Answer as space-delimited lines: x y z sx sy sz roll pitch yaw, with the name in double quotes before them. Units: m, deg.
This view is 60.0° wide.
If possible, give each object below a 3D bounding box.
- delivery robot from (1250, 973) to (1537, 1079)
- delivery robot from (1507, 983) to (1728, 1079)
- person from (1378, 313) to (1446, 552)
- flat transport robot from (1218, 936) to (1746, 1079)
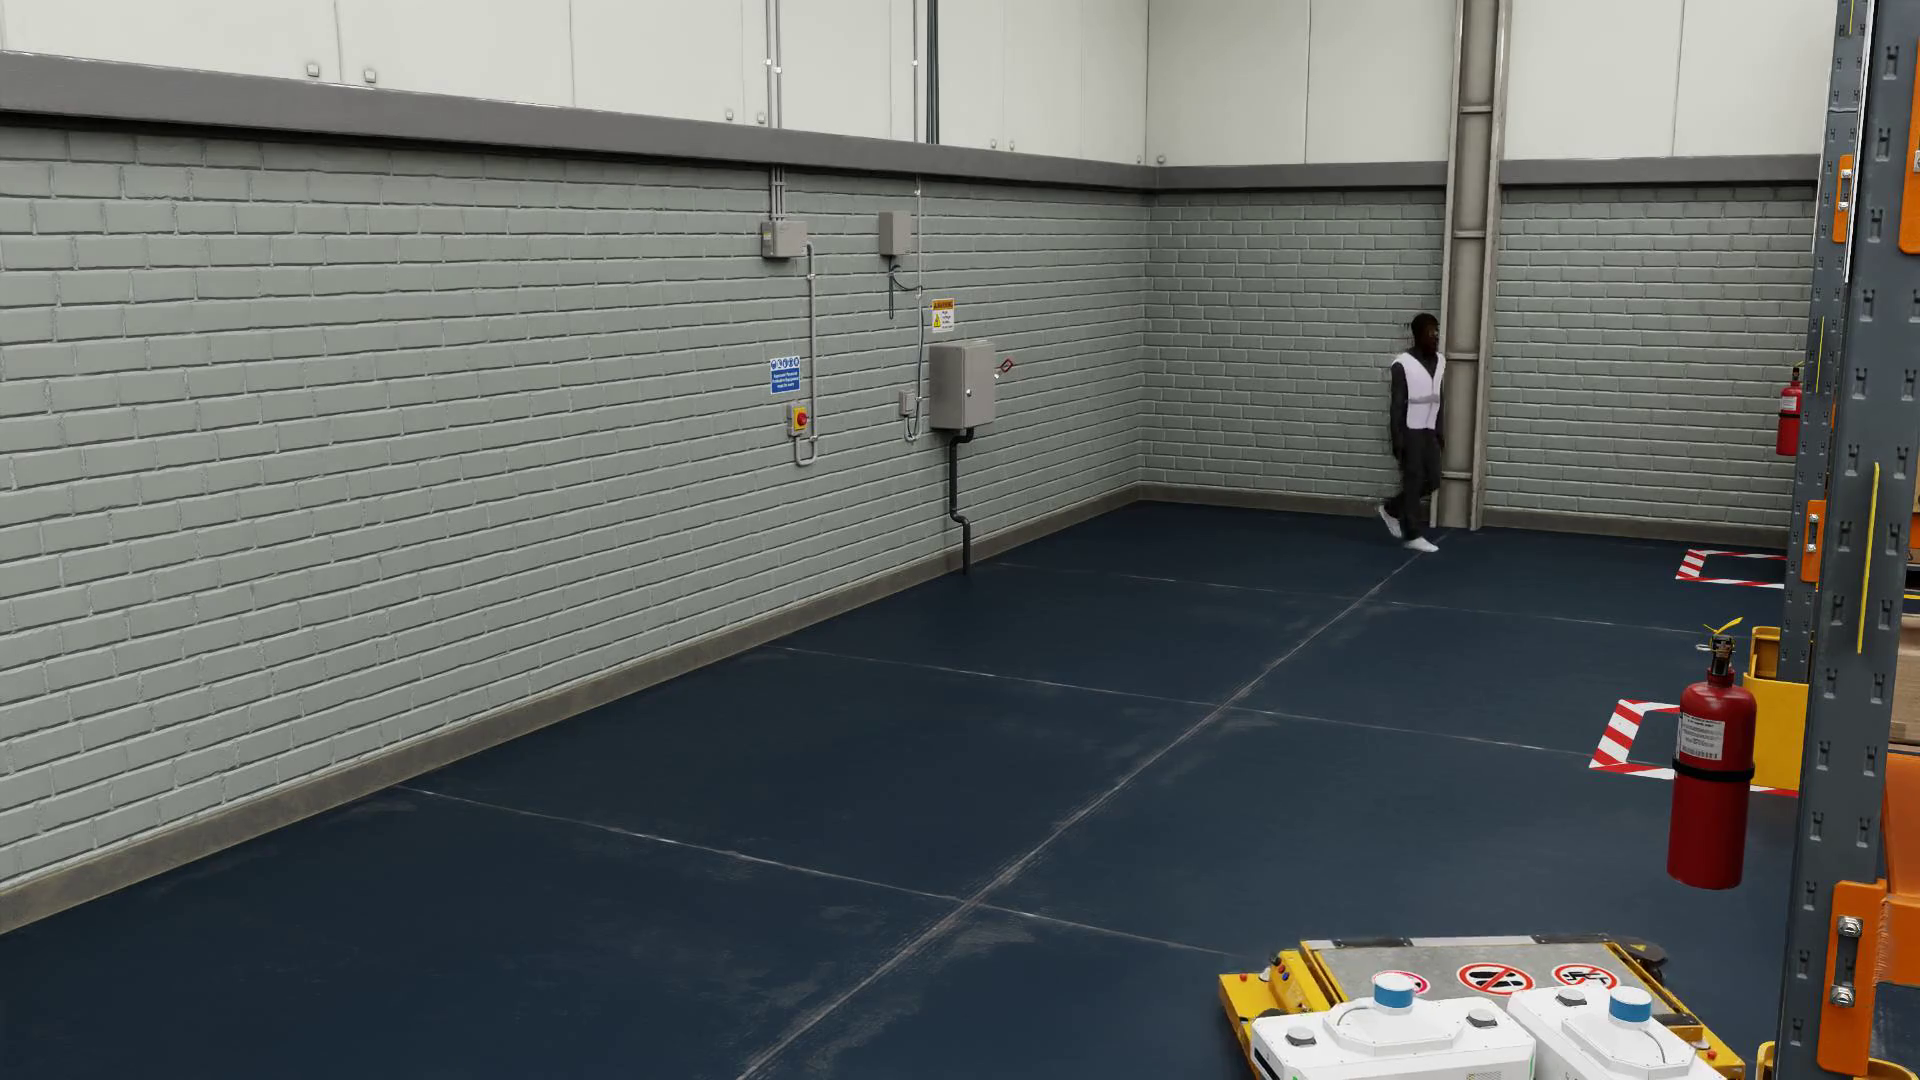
"delivery robot" 1.143 1.397 4.424 0.707 0.478 0.477 -2 11 -11
"delivery robot" 1.736 1.412 4.344 0.477 0.478 0.707 -2 11 -12
"person" 3.640 -0.867 13.341 0.617 1.905 0.546 -8 13 -38
"flat transport robot" 1.575 1.453 5.147 1.431 0.197 0.652 -1 10 -3
